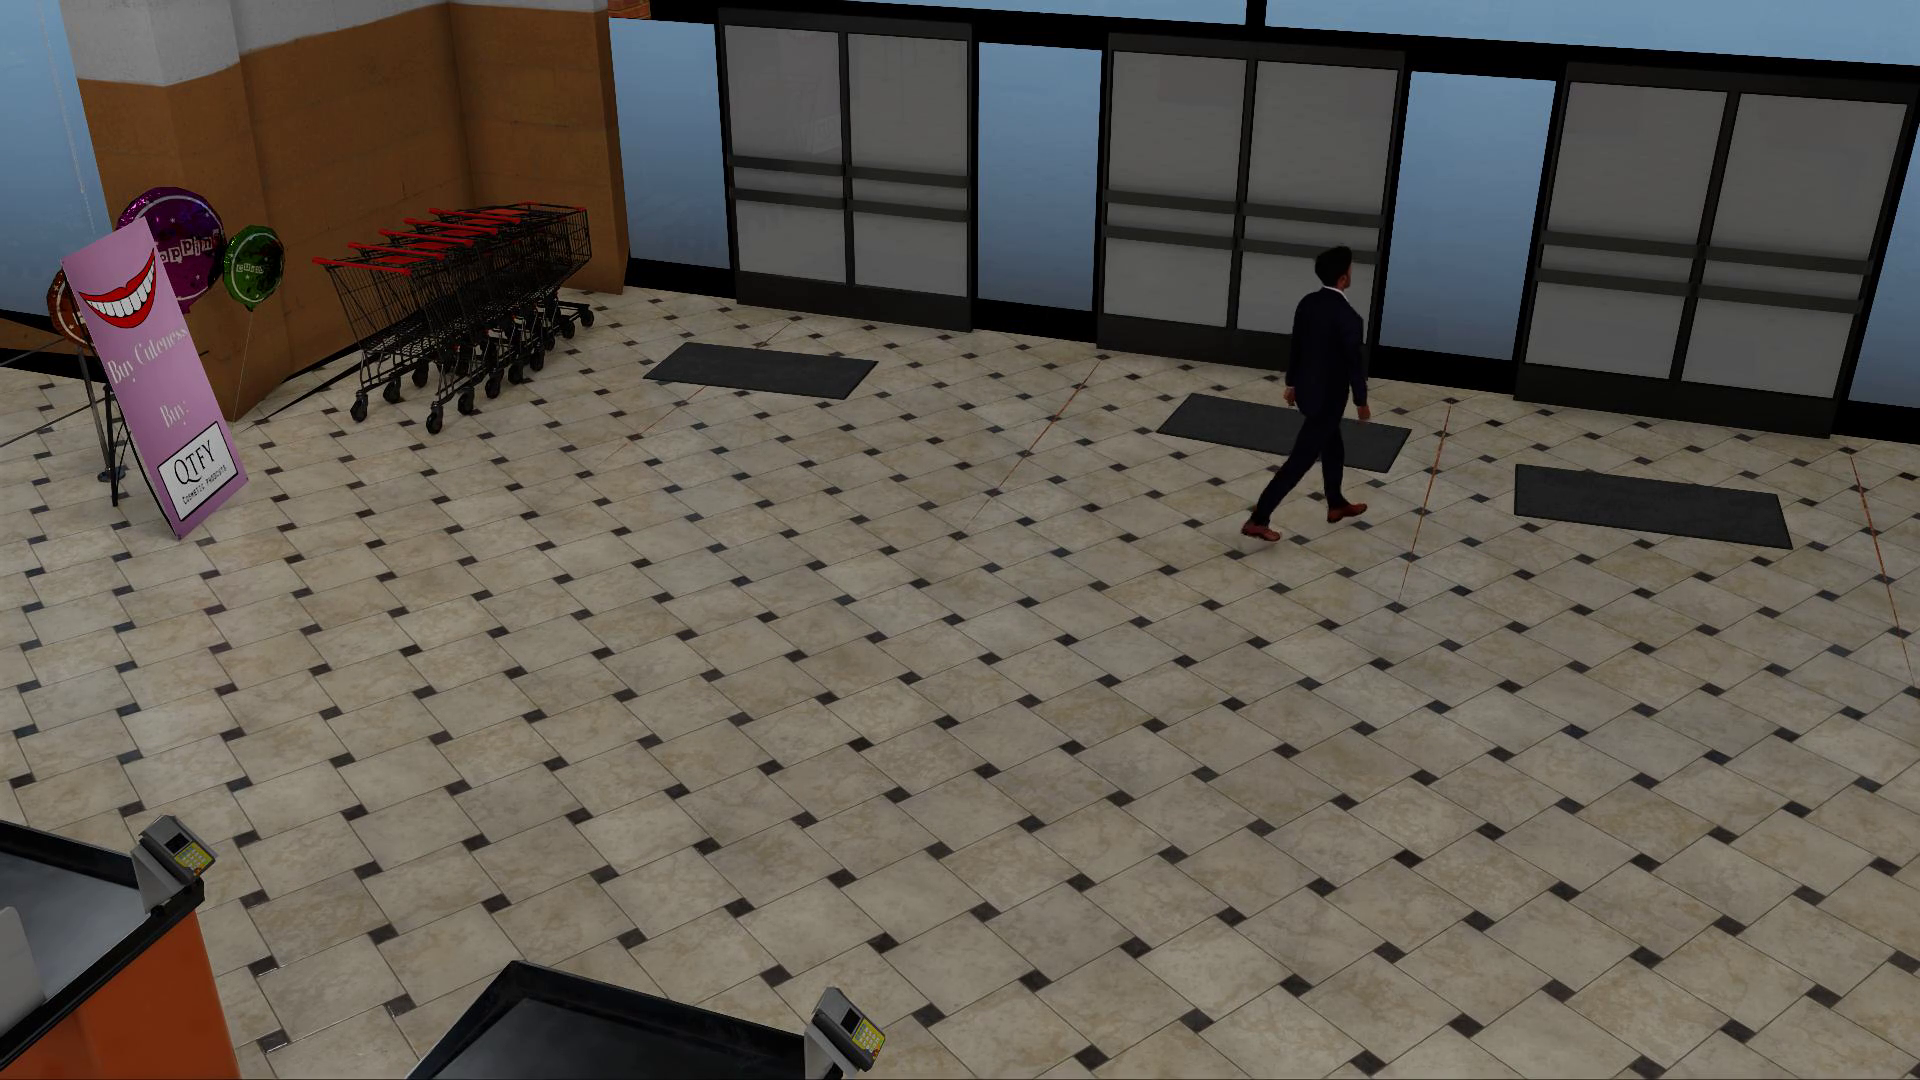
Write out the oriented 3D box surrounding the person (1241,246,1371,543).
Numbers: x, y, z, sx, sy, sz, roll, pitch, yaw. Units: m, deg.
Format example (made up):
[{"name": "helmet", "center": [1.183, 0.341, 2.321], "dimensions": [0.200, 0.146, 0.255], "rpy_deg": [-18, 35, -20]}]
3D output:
[{"name": "person", "center": [1.933, -0.752, 9.251], "dimensions": [1.166, 1.690, 1.137], "rpy_deg": [-11, 29, -20]}]
